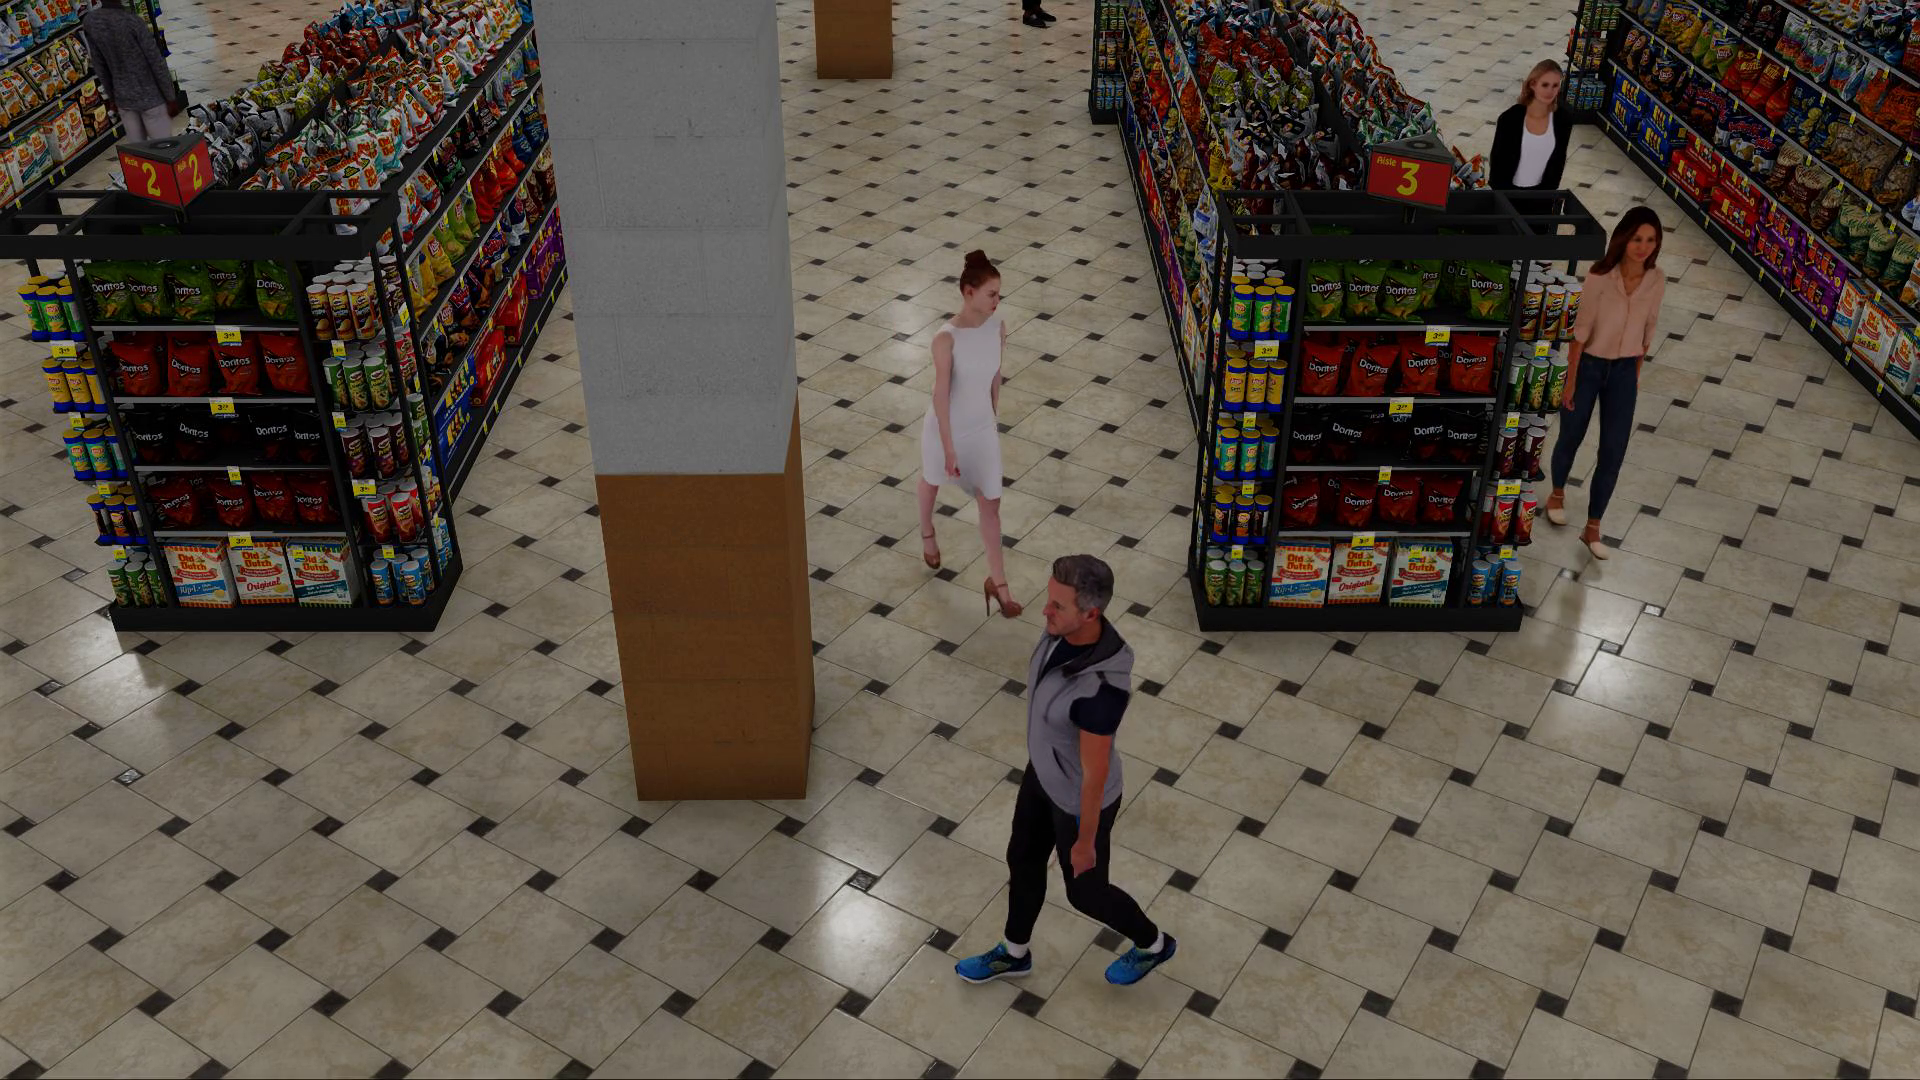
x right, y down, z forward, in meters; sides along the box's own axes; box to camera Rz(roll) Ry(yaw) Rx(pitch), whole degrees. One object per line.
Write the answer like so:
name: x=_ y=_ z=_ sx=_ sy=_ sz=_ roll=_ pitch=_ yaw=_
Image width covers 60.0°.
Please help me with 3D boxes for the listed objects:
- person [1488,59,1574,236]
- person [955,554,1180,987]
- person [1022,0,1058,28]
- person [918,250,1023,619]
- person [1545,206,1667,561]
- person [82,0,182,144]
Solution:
person: x=3.435 y=-2.105 z=10.316 sx=0.651 sy=1.787 sz=0.675 roll=4 pitch=32 yaw=6
person: x=0.455 y=0.831 z=5.576 sx=0.920 sy=1.808 sz=1.036 roll=-8 pitch=33 yaw=-13
person: x=0.792 y=-6.156 z=16.794 sx=0.810 sy=1.820 sz=0.679 roll=16 pitch=35 yaw=24
person: x=-0.045 y=-0.528 z=7.821 sx=0.944 sy=1.744 sz=1.154 roll=-15 pitch=35 yaw=-23
person: x=3.167 y=-0.848 z=8.315 sx=0.633 sy=1.766 sz=0.864 roll=3 pitch=32 yaw=5
person: x=-5.918 y=-3.169 z=11.977 sx=0.712 sy=1.838 sz=0.585 roll=4 pitch=32 yaw=7
